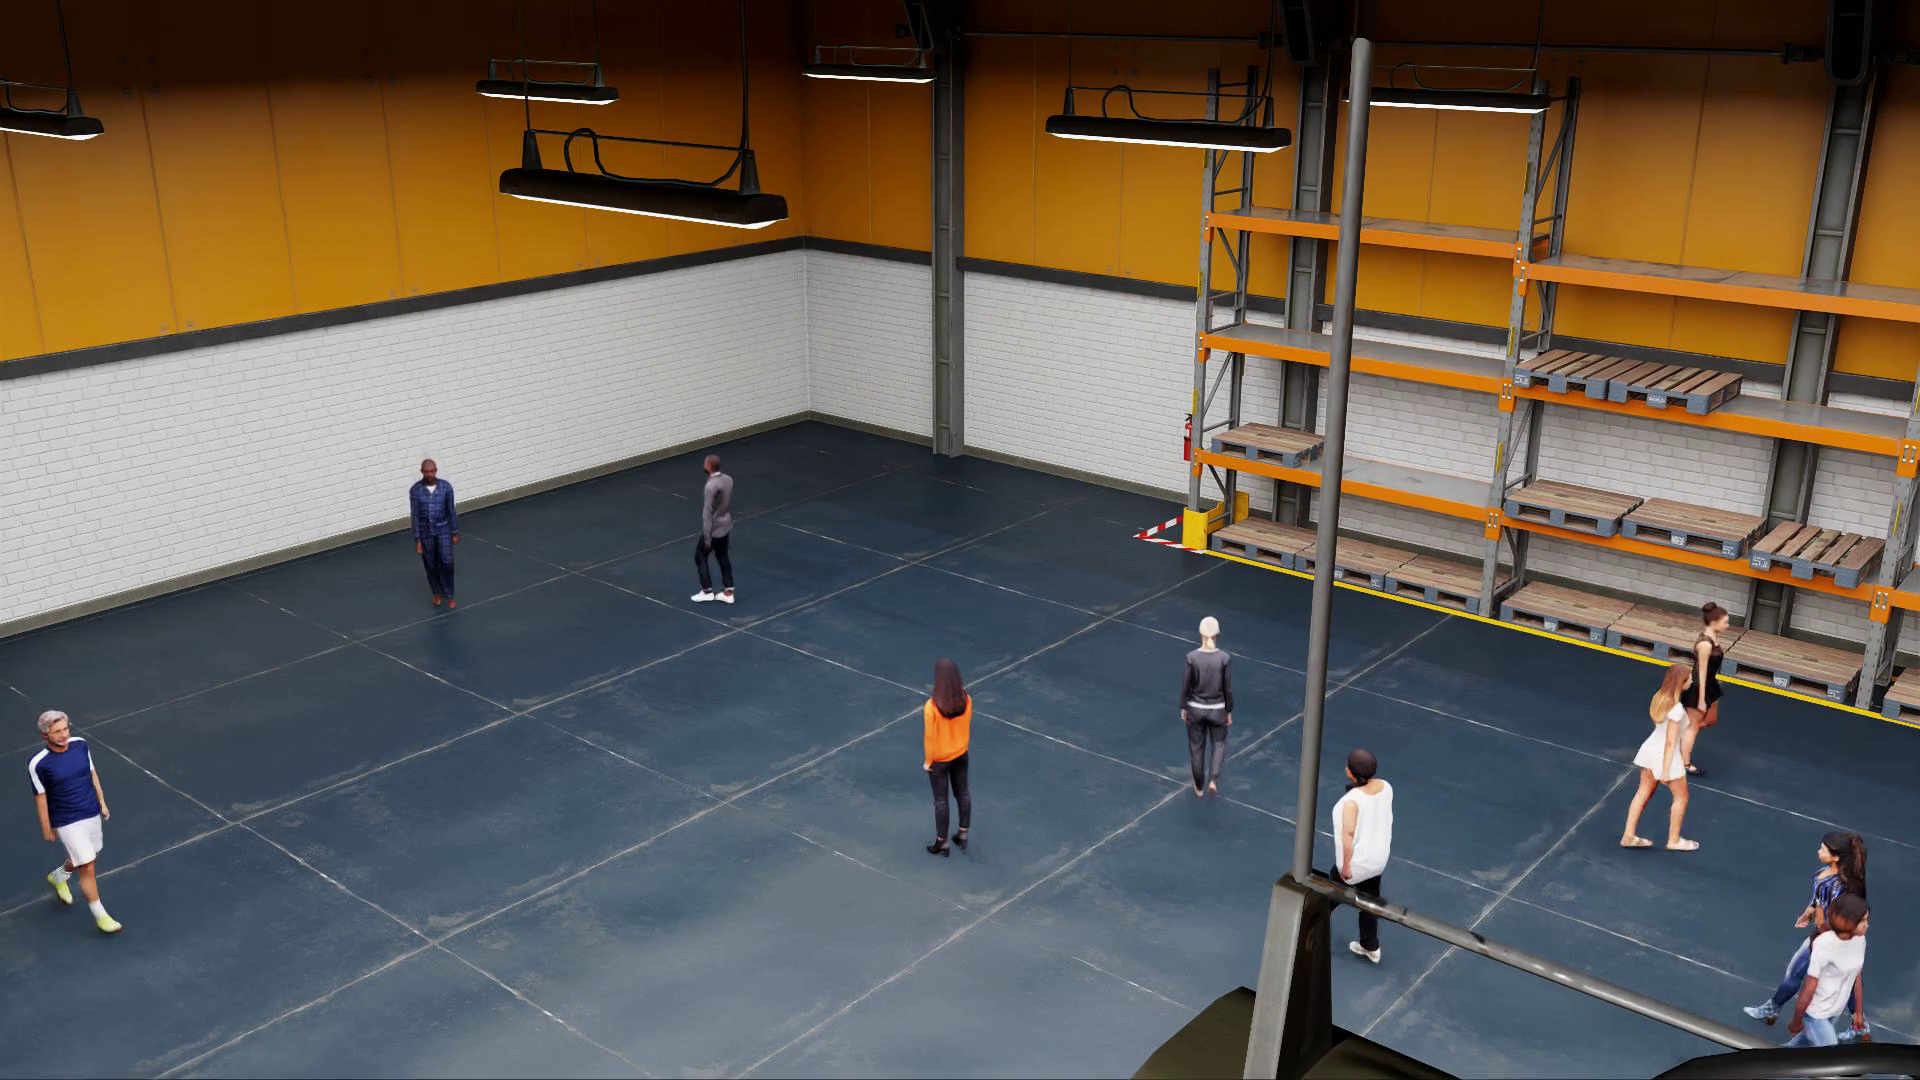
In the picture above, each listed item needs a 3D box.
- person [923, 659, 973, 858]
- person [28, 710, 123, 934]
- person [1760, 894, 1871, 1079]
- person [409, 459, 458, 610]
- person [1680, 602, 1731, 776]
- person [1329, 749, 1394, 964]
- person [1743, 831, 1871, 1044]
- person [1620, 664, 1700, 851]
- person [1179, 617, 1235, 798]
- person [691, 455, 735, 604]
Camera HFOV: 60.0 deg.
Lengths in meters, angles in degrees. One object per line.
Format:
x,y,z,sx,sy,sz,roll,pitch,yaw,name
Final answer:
-0.091,1.799,13.830,0.665,1.749,0.622,-14,23,-35,person
-6.859,2.116,12.787,1.187,1.814,0.860,8,20,22,person
5.359,2.965,10.488,0.801,1.671,1.198,-12,22,-32,person
-6.162,-0.110,19.430,0.867,1.792,0.946,-5,19,-15,person
6.721,1.350,15.281,0.648,1.675,0.595,14,23,35,person
2.998,2.359,12.305,0.822,1.660,1.046,-13,22,-33,person
6.005,2.733,11.327,1.048,1.577,0.704,11,22,31,person
5.768,1.826,13.868,0.965,1.674,0.888,0,19,-1,person
2.190,1.518,14.713,0.781,1.718,0.847,2,19,7,person
-2.764,-0.102,19.384,0.861,1.806,0.872,8,20,22,person
